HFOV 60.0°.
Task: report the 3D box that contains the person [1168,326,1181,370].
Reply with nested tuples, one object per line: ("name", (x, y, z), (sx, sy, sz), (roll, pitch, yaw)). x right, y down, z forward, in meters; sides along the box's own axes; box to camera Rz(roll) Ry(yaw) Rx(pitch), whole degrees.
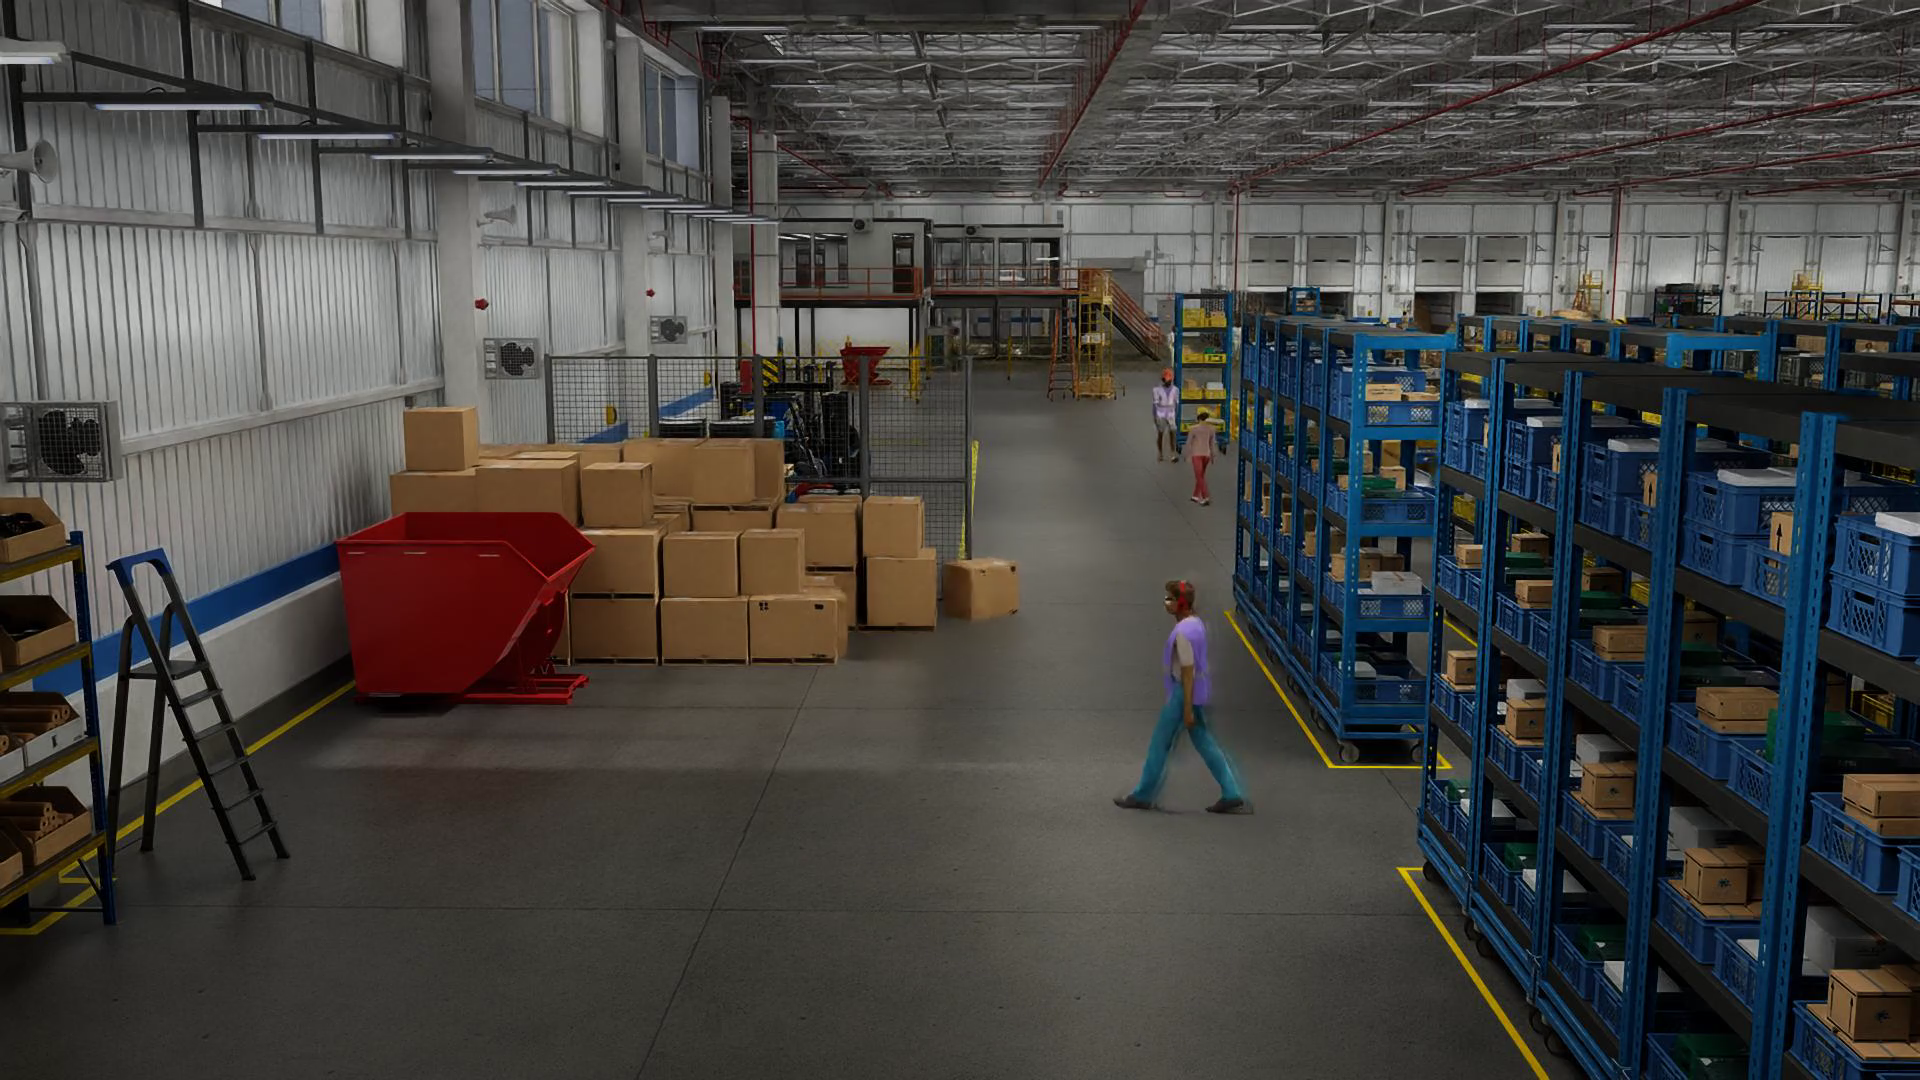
("person", (8.871, -7.927, 68.572), (0.598, 1.866, 0.428), (-2, 10, -15))

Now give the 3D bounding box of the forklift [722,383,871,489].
("forklift", (-2.893, -1.687, 28.729), (2.680, 1.987, 1.157), (0, 9, -1))

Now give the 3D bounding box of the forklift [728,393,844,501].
("forklift", (-2.979, -1.316, 26.476), (2.680, 1.987, 1.157), (0, 9, 1))

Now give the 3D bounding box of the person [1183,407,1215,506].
("person", (4.255, -1.481, 29.231), (0.519, 1.727, 0.881), (-4, 10, -23))

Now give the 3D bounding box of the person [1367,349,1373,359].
("person", (12.942, -5.240, 52.154), (0.403, 1.821, 0.594), (-1, 9, -8))

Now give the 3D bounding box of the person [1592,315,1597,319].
("person", (30.361, -9.827, 79.764), (0.695, 2.000, 1.012), (8, 12, 40))

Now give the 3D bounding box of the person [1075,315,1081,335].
("person", (6.888, -12.366, 95.847), (0.584, 1.911, 0.391), (-5, 11, -29))

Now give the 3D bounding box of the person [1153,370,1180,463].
("person", (4.424, -2.637, 35.559), (0.616, 1.987, 1.045), (-1, 9, -6))

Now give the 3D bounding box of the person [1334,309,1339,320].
("person", (22.162, -12.695, 98.004), (0.326, 1.865, 0.519), (1, 9, 8))

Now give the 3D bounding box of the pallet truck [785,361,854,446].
("pallet truck", (-3.410, -3.193, 38.978), (1.885, 1.965, 0.823), (0, 9, -1))

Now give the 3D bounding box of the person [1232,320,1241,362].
("person", (12.475, -8.918, 74.674), (0.612, 1.871, 0.411), (-3, 10, -19))

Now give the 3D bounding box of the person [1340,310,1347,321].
("person", (21.579, -12.036, 93.823), (0.992, 1.906, 0.600), (0, 9, -3))

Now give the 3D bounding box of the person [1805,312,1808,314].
("person", (44.741, -11.120, 88.060), (0.358, 1.938, 0.635), (7, 12, 38))

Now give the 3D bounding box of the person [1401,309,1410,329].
("person", (25.202, -12.114, 94.258), (0.586, 1.918, 0.395), (-5, 11, -31))

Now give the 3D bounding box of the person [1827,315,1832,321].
("person", (43.336, -10.247, 82.768), (0.726, 1.910, 0.598), (1, 9, 4))

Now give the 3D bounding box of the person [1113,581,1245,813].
("person", (1.699, 1.193, 12.563), (0.997, 1.802, 0.578), (3, 10, 18))

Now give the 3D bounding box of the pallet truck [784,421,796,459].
("pallet truck", (-4.013, -1.793, 32.705), (1.601, 1.201, 0.680), (0, 9, 1))

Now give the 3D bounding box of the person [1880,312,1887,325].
("person", (49.947, -11.414, 90.107), (0.988, 1.878, 0.559), (-1, 9, -7))

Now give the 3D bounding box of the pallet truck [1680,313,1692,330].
("pallet truck", (36.315, -10.531, 84.244), (0.823, 1.965, 1.885), (-6, 11, -33))

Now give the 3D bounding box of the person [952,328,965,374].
("person", (-0.025, -7.466, 65.876), (0.702, 1.825, 0.524), (-1, 9, -7))

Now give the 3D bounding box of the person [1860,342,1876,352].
("person", (31.517, -6.059, 57.776), (0.526, 1.633, 0.310), (6, 11, 31))

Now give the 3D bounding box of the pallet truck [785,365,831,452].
("pallet truck", (-3.774, -2.976, 37.635), (1.885, 1.965, 0.823), (1, 9, 5))

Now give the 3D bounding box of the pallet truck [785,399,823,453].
("pallet truck", (-3.814, -2.432, 36.419), (1.630, 1.274, 0.653), (0, 9, 1))

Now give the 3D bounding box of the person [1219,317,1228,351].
("person", (12.351, -9.467, 77.923), (0.371, 1.916, 0.597), (7, 12, 37))

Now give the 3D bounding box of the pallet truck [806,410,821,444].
("pallet truck", (-3.559, -2.018, 33.905), (1.522, 1.261, 0.704), (0, 9, -1))
